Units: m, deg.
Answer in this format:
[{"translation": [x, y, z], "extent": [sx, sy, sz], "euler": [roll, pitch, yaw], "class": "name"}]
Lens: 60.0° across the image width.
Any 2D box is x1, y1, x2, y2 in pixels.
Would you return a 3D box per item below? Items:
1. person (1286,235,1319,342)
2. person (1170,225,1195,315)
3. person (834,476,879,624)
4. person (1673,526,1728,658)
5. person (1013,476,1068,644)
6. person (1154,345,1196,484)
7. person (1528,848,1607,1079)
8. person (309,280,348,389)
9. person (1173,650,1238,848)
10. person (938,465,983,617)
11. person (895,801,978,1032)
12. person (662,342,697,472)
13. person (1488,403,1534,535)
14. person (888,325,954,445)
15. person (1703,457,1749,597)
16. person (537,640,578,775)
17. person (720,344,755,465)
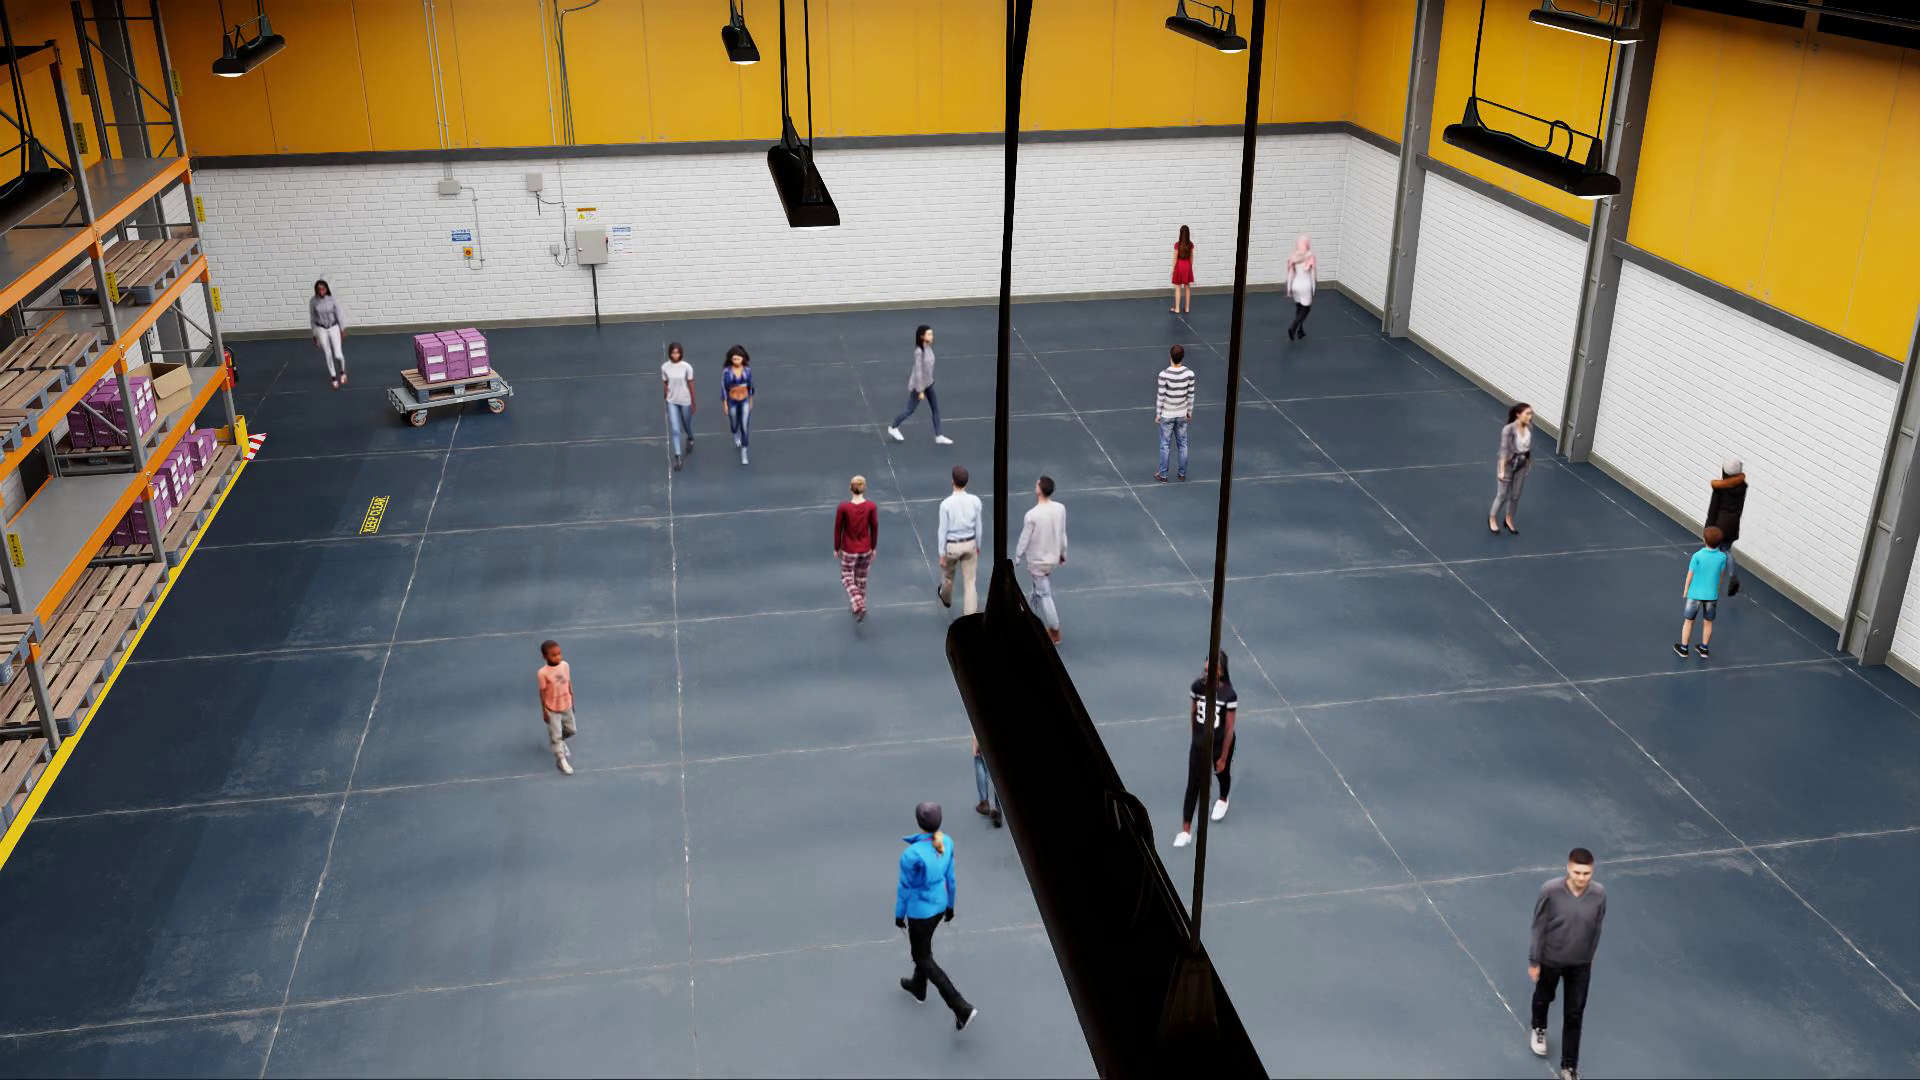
[{"translation": [5.622, -4.118, 27.461], "extent": [1.024, 1.788, 1.088], "euler": [15, 28, 30], "class": "person"}, {"translation": [3.920, -4.771, 29.249], "extent": [0.541, 1.552, 0.601], "euler": [-6, 24, -12], "class": "person"}, {"translation": [-1.112, 0.114, 17.906], "extent": [0.717, 1.685, 0.905], "euler": [-8, 25, -17], "class": "person"}, {"translation": [7.717, 0.531, 17.246], "extent": [0.560, 1.450, 0.554], "euler": [2, 24, 5], "class": "person"}, {"translation": [0.923, 0.239, 17.477], "extent": [1.013, 1.801, 1.214], "euler": [-17, 29, -34], "class": "person"}, {"translation": [2.801, -1.652, 21.737], "extent": [0.643, 1.854, 0.511], "euler": [-4, 24, -10], "class": "person"}, {"translation": [4.184, 2.854, 11.577], "extent": [0.820, 1.735, 1.047], "euler": [3, 24, 7], "class": "person"}, {"translation": [-9.646, -3.167, 25.395], "extent": [0.594, 1.701, 0.592], "euler": [-5, 24, -10], "class": "person"}, {"translation": [2.197, 1.740, 14.196], "extent": [1.108, 1.678, 1.216], "euler": [14, 27, 29], "class": "person"}, {"translation": [0.022, 0.146, 17.691], "extent": [0.742, 1.799, 1.233], "euler": [-6, 24, -14], "class": "person"}, {"translation": [-0.191, 2.705, 11.871], "extent": [0.984, 1.771, 1.179], "euler": [-19, 30, -37], "class": "person"}, {"translation": [-3.760, -1.840, 22.375], "extent": [0.742, 1.687, 1.160], "euler": [0, 24, 1], "class": "person"}, {"translation": [6.673, -0.873, 20.181], "extent": [0.681, 1.672, 0.637], "euler": [-10, 25, -21], "class": "person"}, {"translation": [-0.616, -2.132, 23.044], "extent": [1.106, 1.686, 1.203], "euler": [10, 25, 22], "class": "person"}, {"translation": [8.558, -0.135, 18.555], "extent": [0.632, 1.622, 0.882], "euler": [-4, 24, -8], "class": "person"}, {"translation": [-3.727, 1.493, 15.231], "extent": [0.631, 1.302, 0.731], "euler": [-18, 30, -36], "class": "person"}, {"translation": [-3.009, -1.866, 22.560], "extent": [0.616, 1.587, 1.023], "euler": [-4, 24, -8], "class": "person"}]
